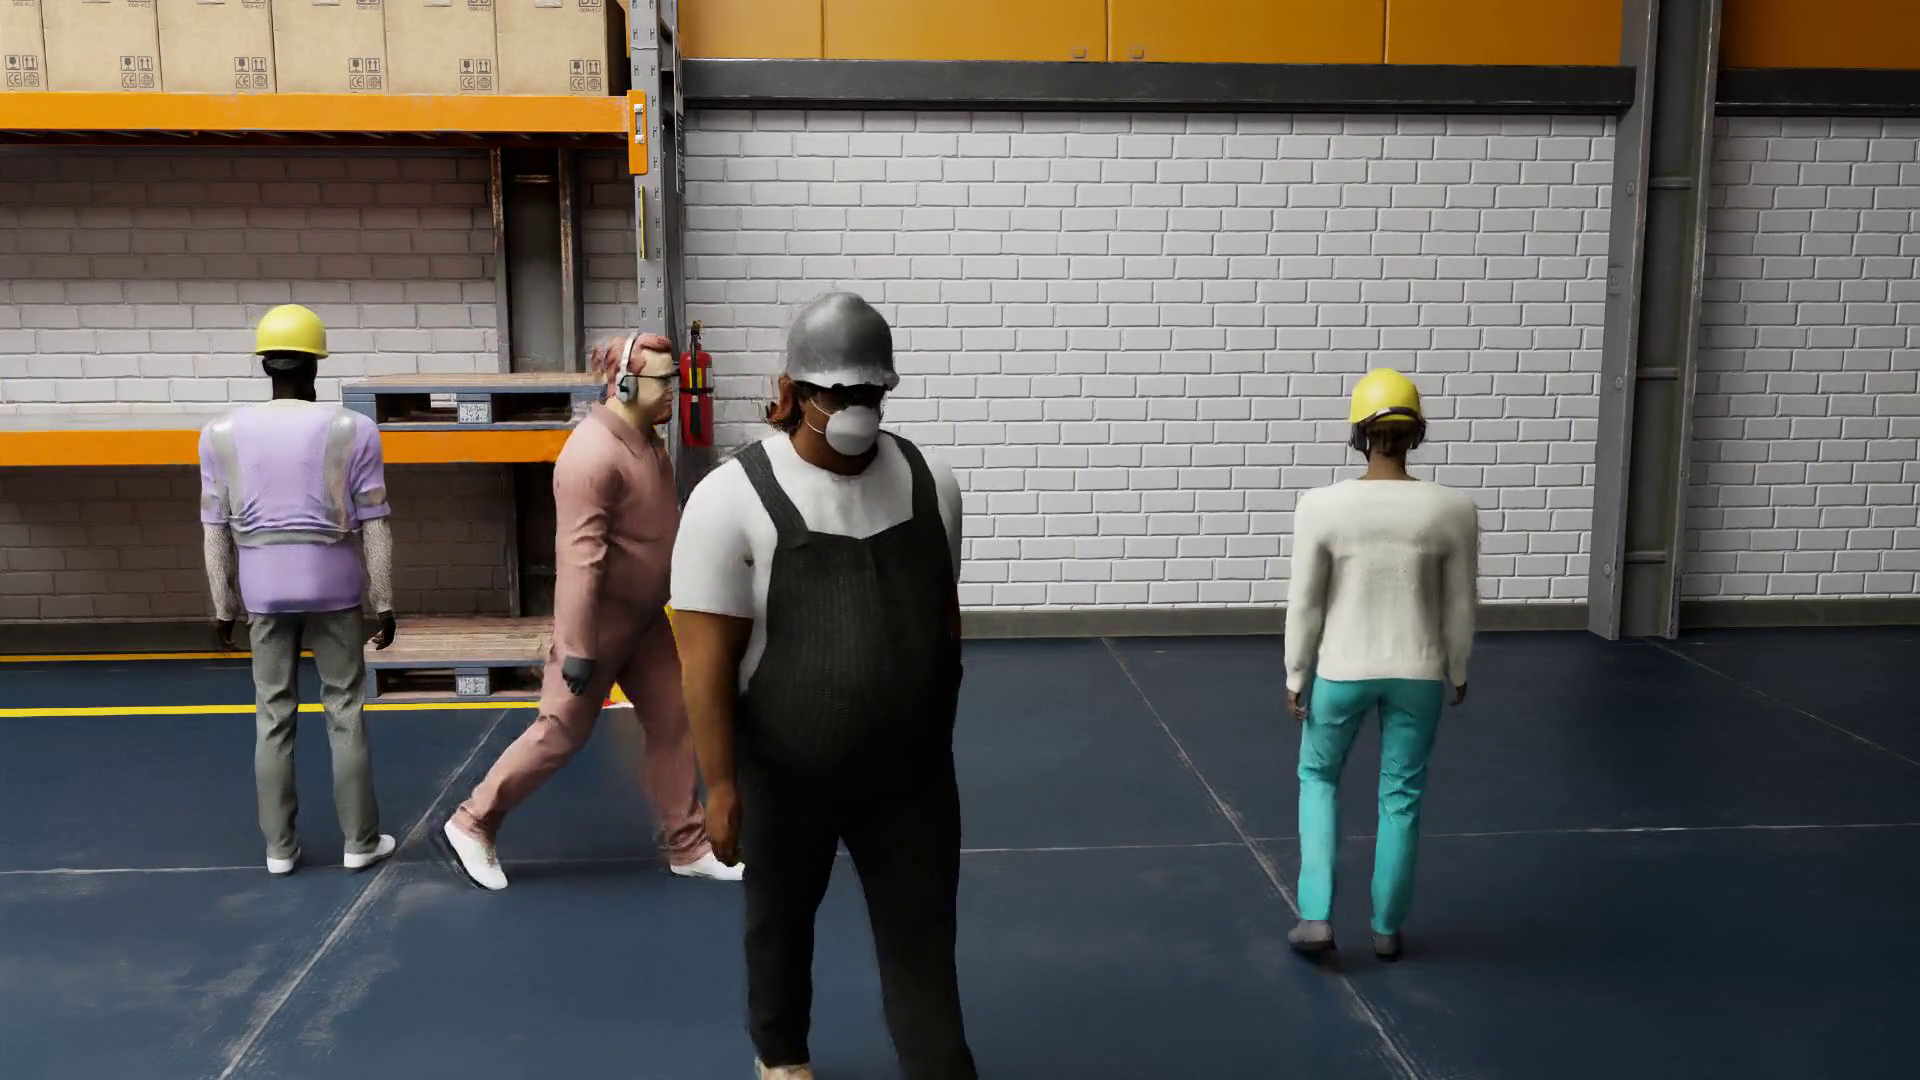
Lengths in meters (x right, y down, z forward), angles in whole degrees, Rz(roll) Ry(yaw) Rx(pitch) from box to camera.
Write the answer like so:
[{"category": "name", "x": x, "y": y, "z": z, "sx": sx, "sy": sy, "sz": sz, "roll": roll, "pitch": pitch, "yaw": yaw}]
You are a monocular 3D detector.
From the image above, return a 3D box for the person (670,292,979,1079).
[{"category": "person", "x": -0.251, "y": 0.431, "z": 3.652, "sx": 0.706, "sy": 2.000, "sz": 1.019, "roll": -4, "pitch": 10, "yaw": -25}]

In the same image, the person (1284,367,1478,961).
[{"category": "person", "x": 1.220, "y": 0.381, "z": 4.848, "sx": 0.546, "sy": 1.764, "sz": 0.377, "roll": 1, "pitch": 9, "yaw": 8}]

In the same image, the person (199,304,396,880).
[{"category": "person", "x": -2.208, "y": 0.177, "z": 5.607, "sx": 0.593, "sy": 1.922, "sz": 0.386, "roll": -1, "pitch": 9, "yaw": -9}]

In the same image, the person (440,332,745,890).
[{"category": "person", "x": -1.226, "y": 0.244, "z": 5.437, "sx": 1.000, "sy": 1.858, "sz": 0.655, "roll": 1, "pitch": 9, "yaw": 9}]
